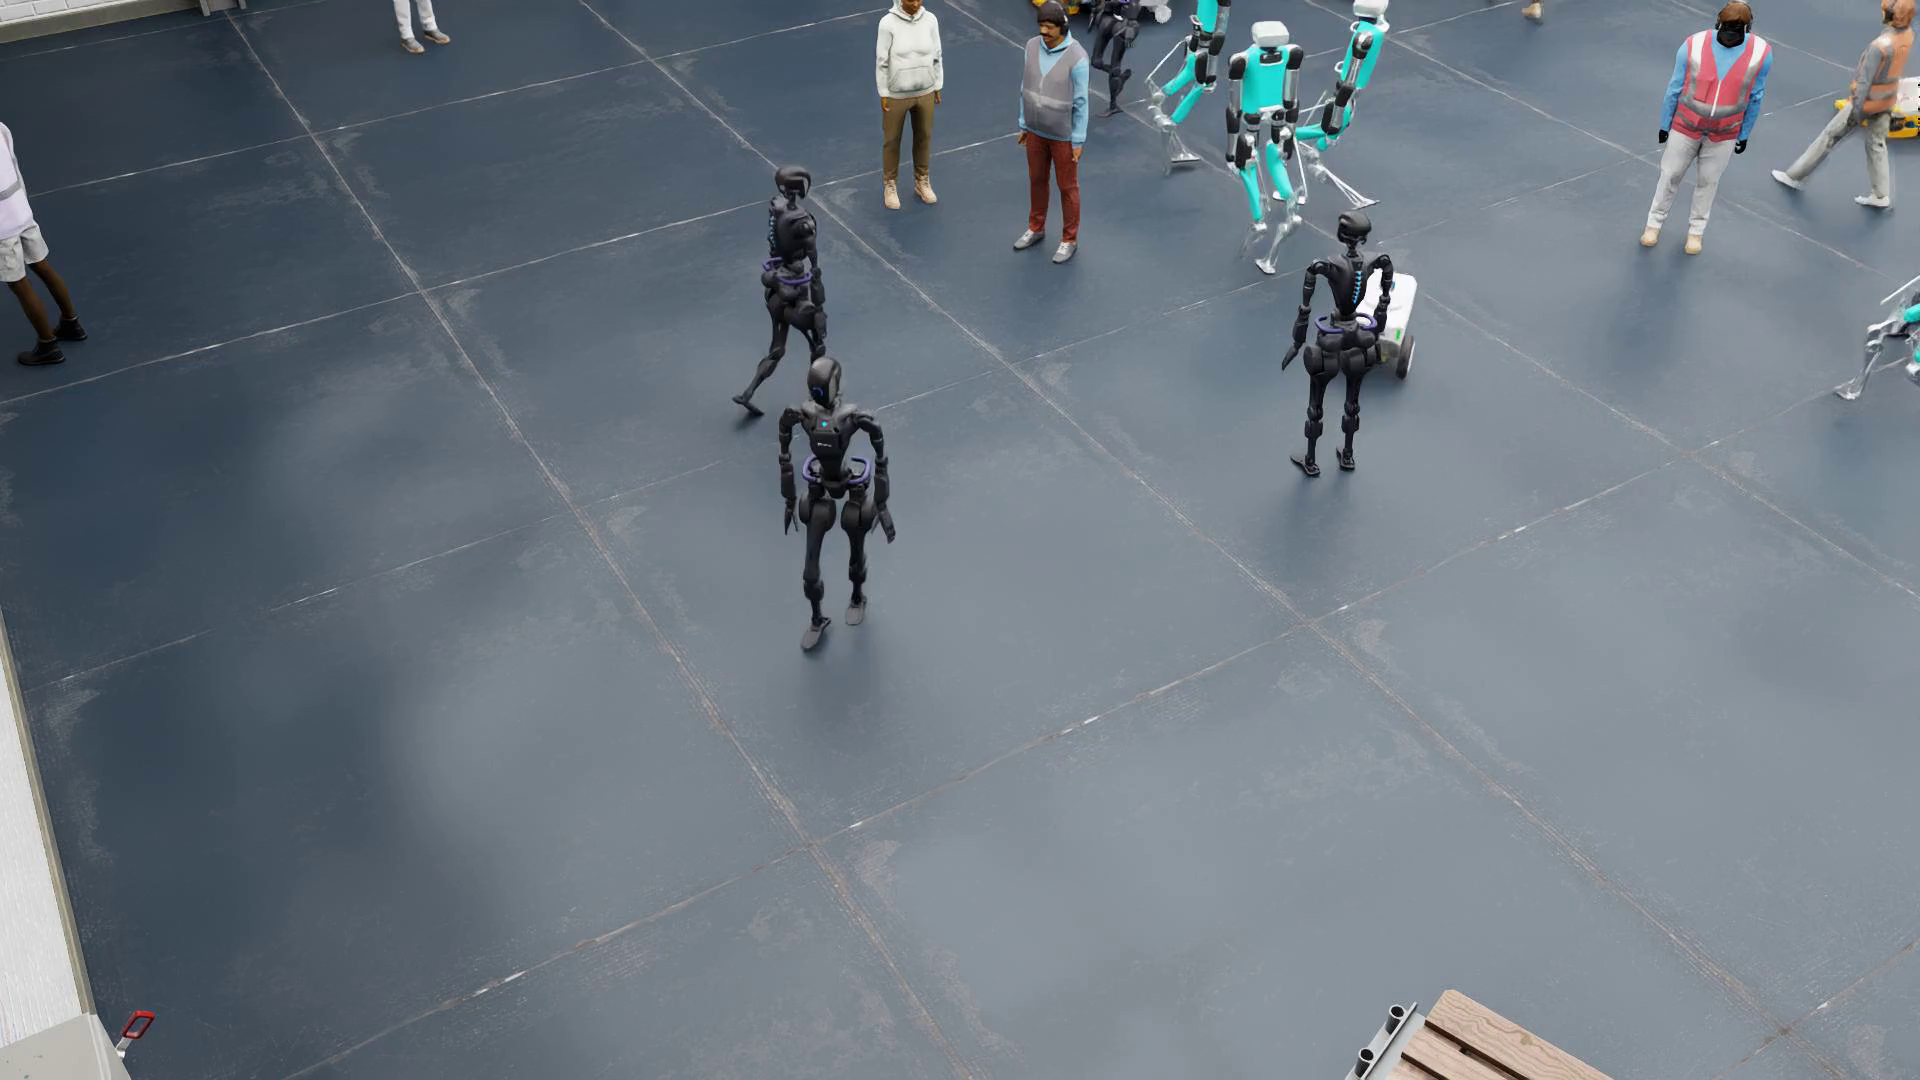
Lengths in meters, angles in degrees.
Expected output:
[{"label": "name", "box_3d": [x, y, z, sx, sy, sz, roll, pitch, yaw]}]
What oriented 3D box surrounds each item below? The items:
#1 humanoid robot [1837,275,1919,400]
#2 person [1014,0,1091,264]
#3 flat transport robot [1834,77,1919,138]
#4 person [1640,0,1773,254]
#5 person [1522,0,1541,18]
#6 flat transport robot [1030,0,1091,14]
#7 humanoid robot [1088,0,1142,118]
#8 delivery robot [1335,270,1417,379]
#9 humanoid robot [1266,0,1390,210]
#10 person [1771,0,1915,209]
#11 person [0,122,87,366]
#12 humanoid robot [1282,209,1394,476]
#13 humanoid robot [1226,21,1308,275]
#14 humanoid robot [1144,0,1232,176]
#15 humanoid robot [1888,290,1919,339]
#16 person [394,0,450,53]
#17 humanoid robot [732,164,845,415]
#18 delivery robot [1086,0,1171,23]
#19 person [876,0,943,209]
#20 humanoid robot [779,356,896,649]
[{"label": "humanoid robot", "box_3d": [5.878, -1.493, 10.048, 0.863, 1.803, 0.530, 0, 38, 0]}, {"label": "person", "box_3d": [0.662, -2.865, 11.619, 0.539, 1.871, 0.414, 25, 45, 28]}, {"label": "flat transport robot", "box_3d": [8.138, -3.628, 13.870, 1.431, 0.231, 0.659, -9, 39, -11]}, {"label": "person", "box_3d": [5.235, -2.893, 11.688, 0.629, 1.836, 0.431, 13, 40, 16]}, {"label": "person", "box_3d": [5.245, -5.721, 15.394, 0.539, 1.653, 0.880, -8, 39, -11]}, {"label": "flat transport robot", "box_3d": [1.368, -5.328, 16.014, 1.431, 0.231, 0.659, -15, 41, -18]}, {"label": "humanoid robot", "box_3d": [1.318, -4.291, 13.579, 0.446, 1.648, 0.589, -24, 44, -27]}, {"label": "delivery robot", "box_3d": [2.748, -1.425, 10.875, 0.499, 0.614, 0.790, 13, 40, 15]}, {"label": "humanoid robot", "box_3d": [2.631, -3.127, 12.043, 1.014, 1.722, 0.533, 16, 41, 19]}, {"label": "person", "box_3d": [6.734, -3.274, 12.357, 0.526, 1.583, 0.858, -22, 43, -25]}, {"label": "person", "box_3d": [-6.069, -2.014, 10.504, 0.395, 1.928, 0.540, 4, 39, 5]}, {"label": "humanoid robot", "box_3d": [2.175, -1.132, 9.576, 0.599, 1.655, 0.315, -6, 39, -8]}, {"label": "humanoid robot", "box_3d": [2.125, -2.581, 11.393, 0.556, 1.814, 0.699, -11, 40, -14]}, {"label": "humanoid robot", "box_3d": [1.683, -3.565, 12.689, 0.694, 1.903, 0.547, -5, 39, -7]}, {"label": "humanoid robot", "box_3d": [6.450, -2.036, 10.722, 0.407, 1.649, 0.589, 12, 40, 15]}, {"label": "person", "box_3d": [-4.899, -5.250, 14.627, 0.356, 1.877, 0.572, 19, 42, 23]}, {"label": "humanoid robot", "box_3d": [-1.072, -1.482, 10.071, 0.739, 1.646, 0.589, -24, 44, -27]}, {"label": "delivery robot", "box_3d": [1.574, -5.098, 15.498, 0.784, 0.599, 0.499, -8, 39, -10]}, {"label": "person", "box_3d": [-0.377, -3.299, 12.262, 0.515, 1.759, 0.383, -11, 40, -14]}, {"label": "humanoid robot", "box_3d": [-0.617, -0.175, 8.383, 0.591, 1.648, 0.560, 5, 39, 7]}]
